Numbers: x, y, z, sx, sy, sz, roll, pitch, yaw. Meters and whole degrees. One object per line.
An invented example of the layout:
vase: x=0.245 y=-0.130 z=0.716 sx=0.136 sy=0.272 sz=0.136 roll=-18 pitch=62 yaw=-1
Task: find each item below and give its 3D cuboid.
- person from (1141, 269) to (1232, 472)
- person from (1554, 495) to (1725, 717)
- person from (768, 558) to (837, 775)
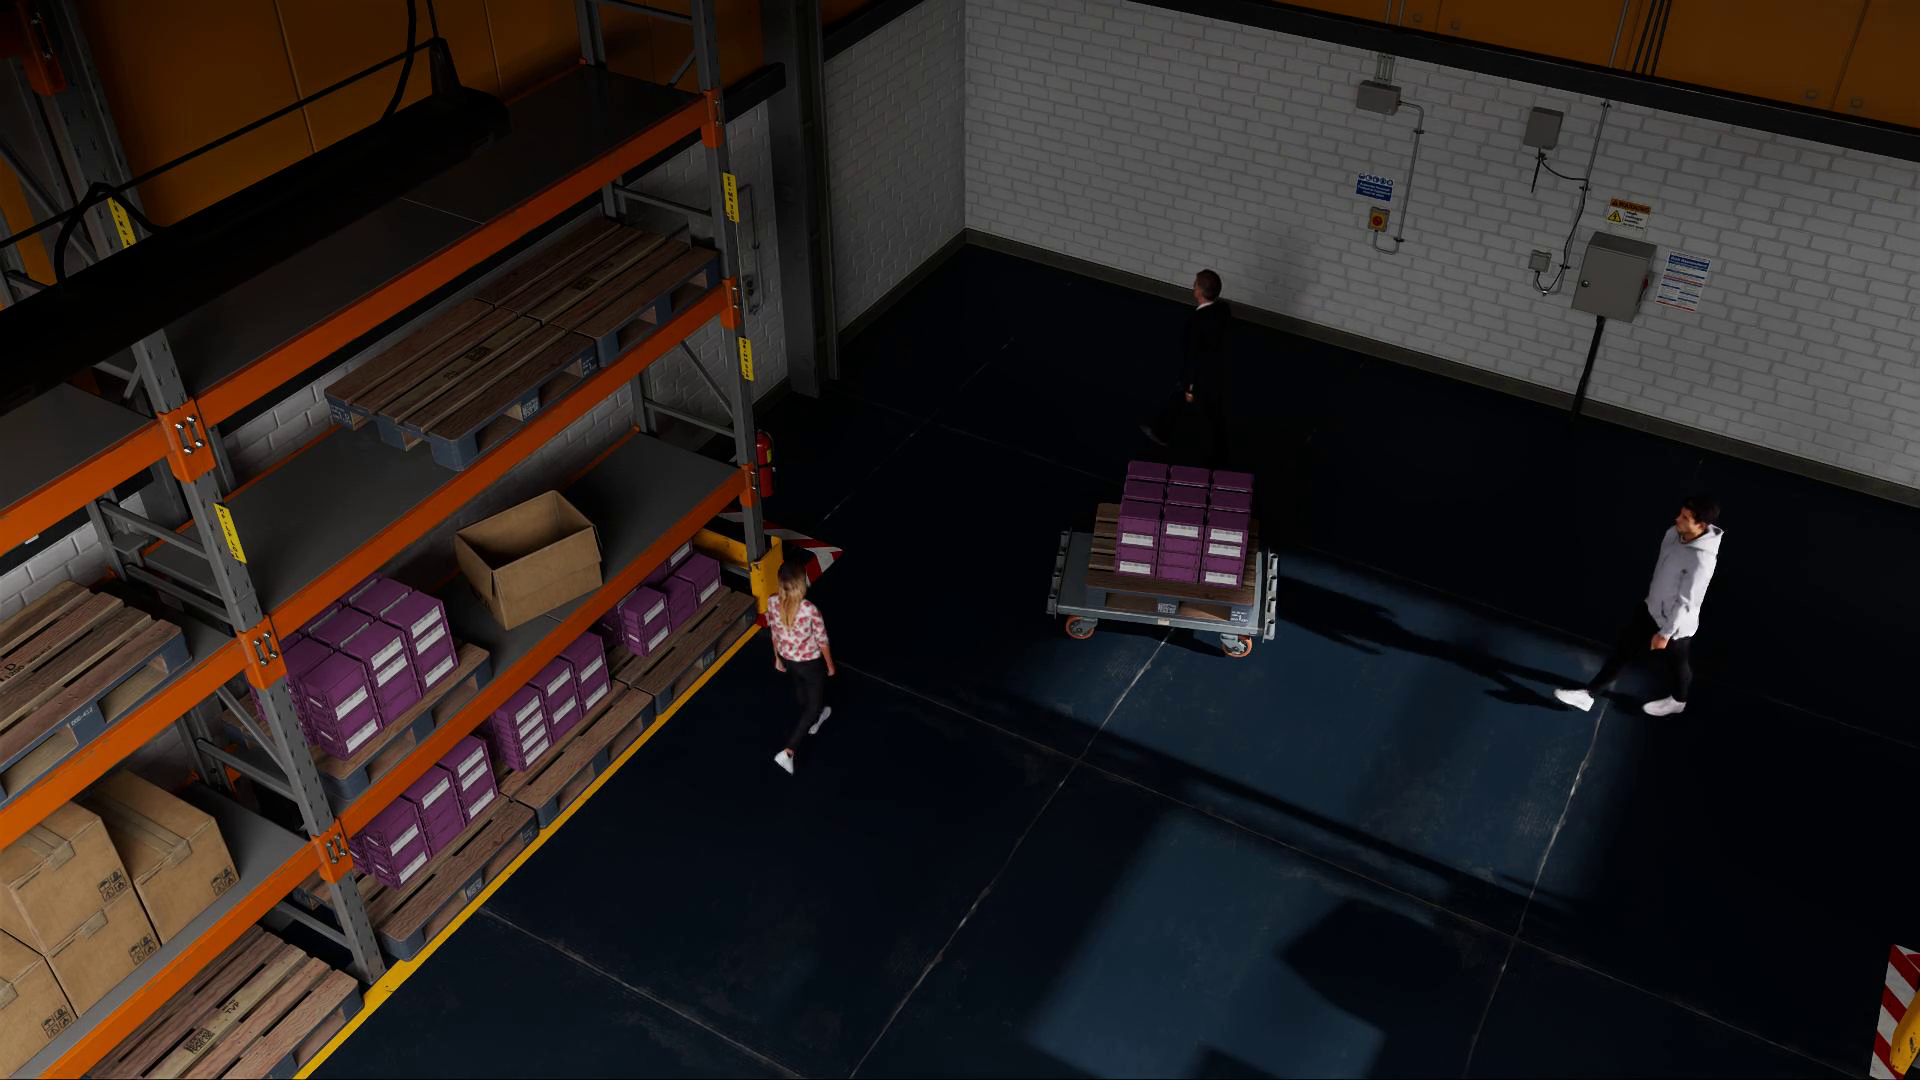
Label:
person: x=2.028 y=-1.340 z=13.521 sx=1.159 sy=1.769 sz=0.971 roll=-30 pitch=47 yaw=-32
person: x=4.837 y=0.502 z=11.131 sx=1.195 sy=1.872 sz=1.230 roll=-4 pitch=39 yaw=-5
person: x=-1.071 y=0.827 z=10.931 sx=0.563 sy=1.614 sz=0.993 roll=18 pitch=42 yaw=21
